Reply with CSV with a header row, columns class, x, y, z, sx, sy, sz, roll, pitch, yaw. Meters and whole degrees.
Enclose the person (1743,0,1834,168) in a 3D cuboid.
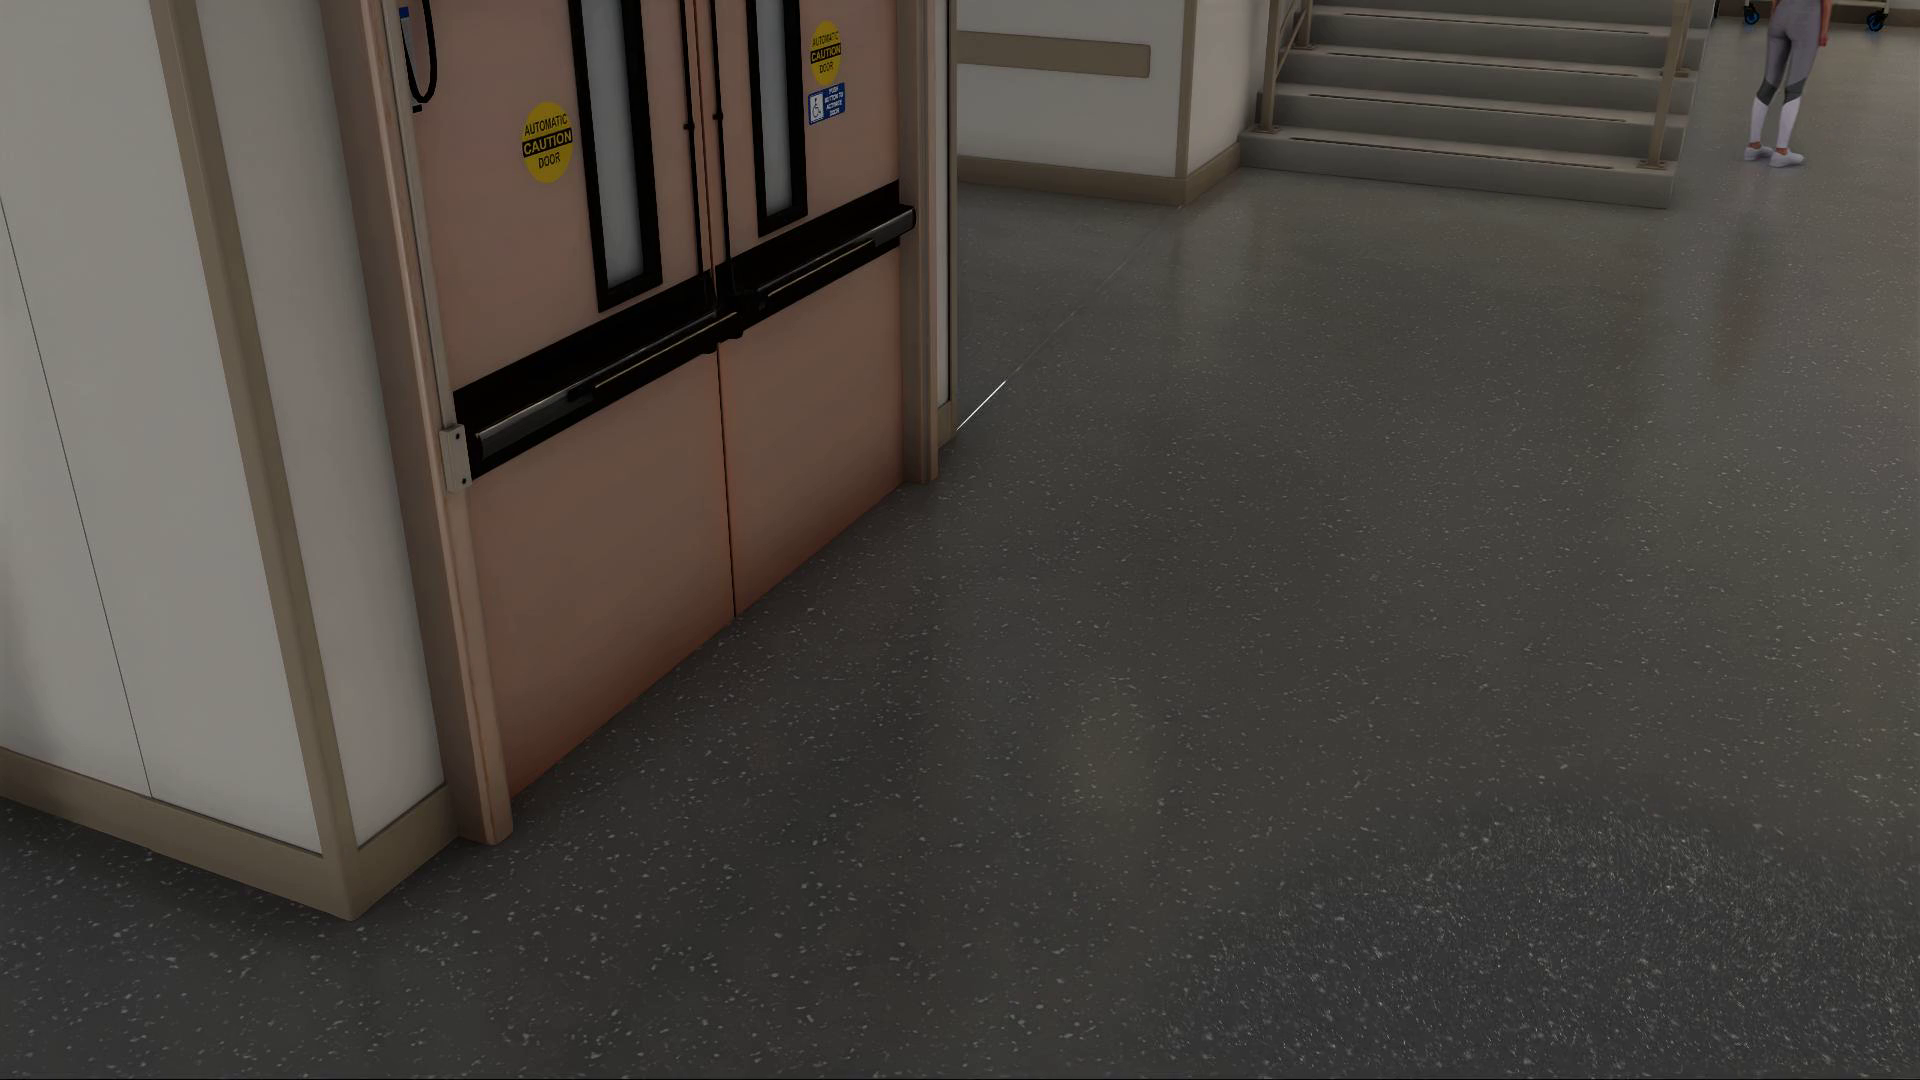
class,x,y,z,sx,sy,sz,roll,pitch,yaw
person,5.241,-3.227,10.435,0.676,1.704,0.639,-14,29,-26
